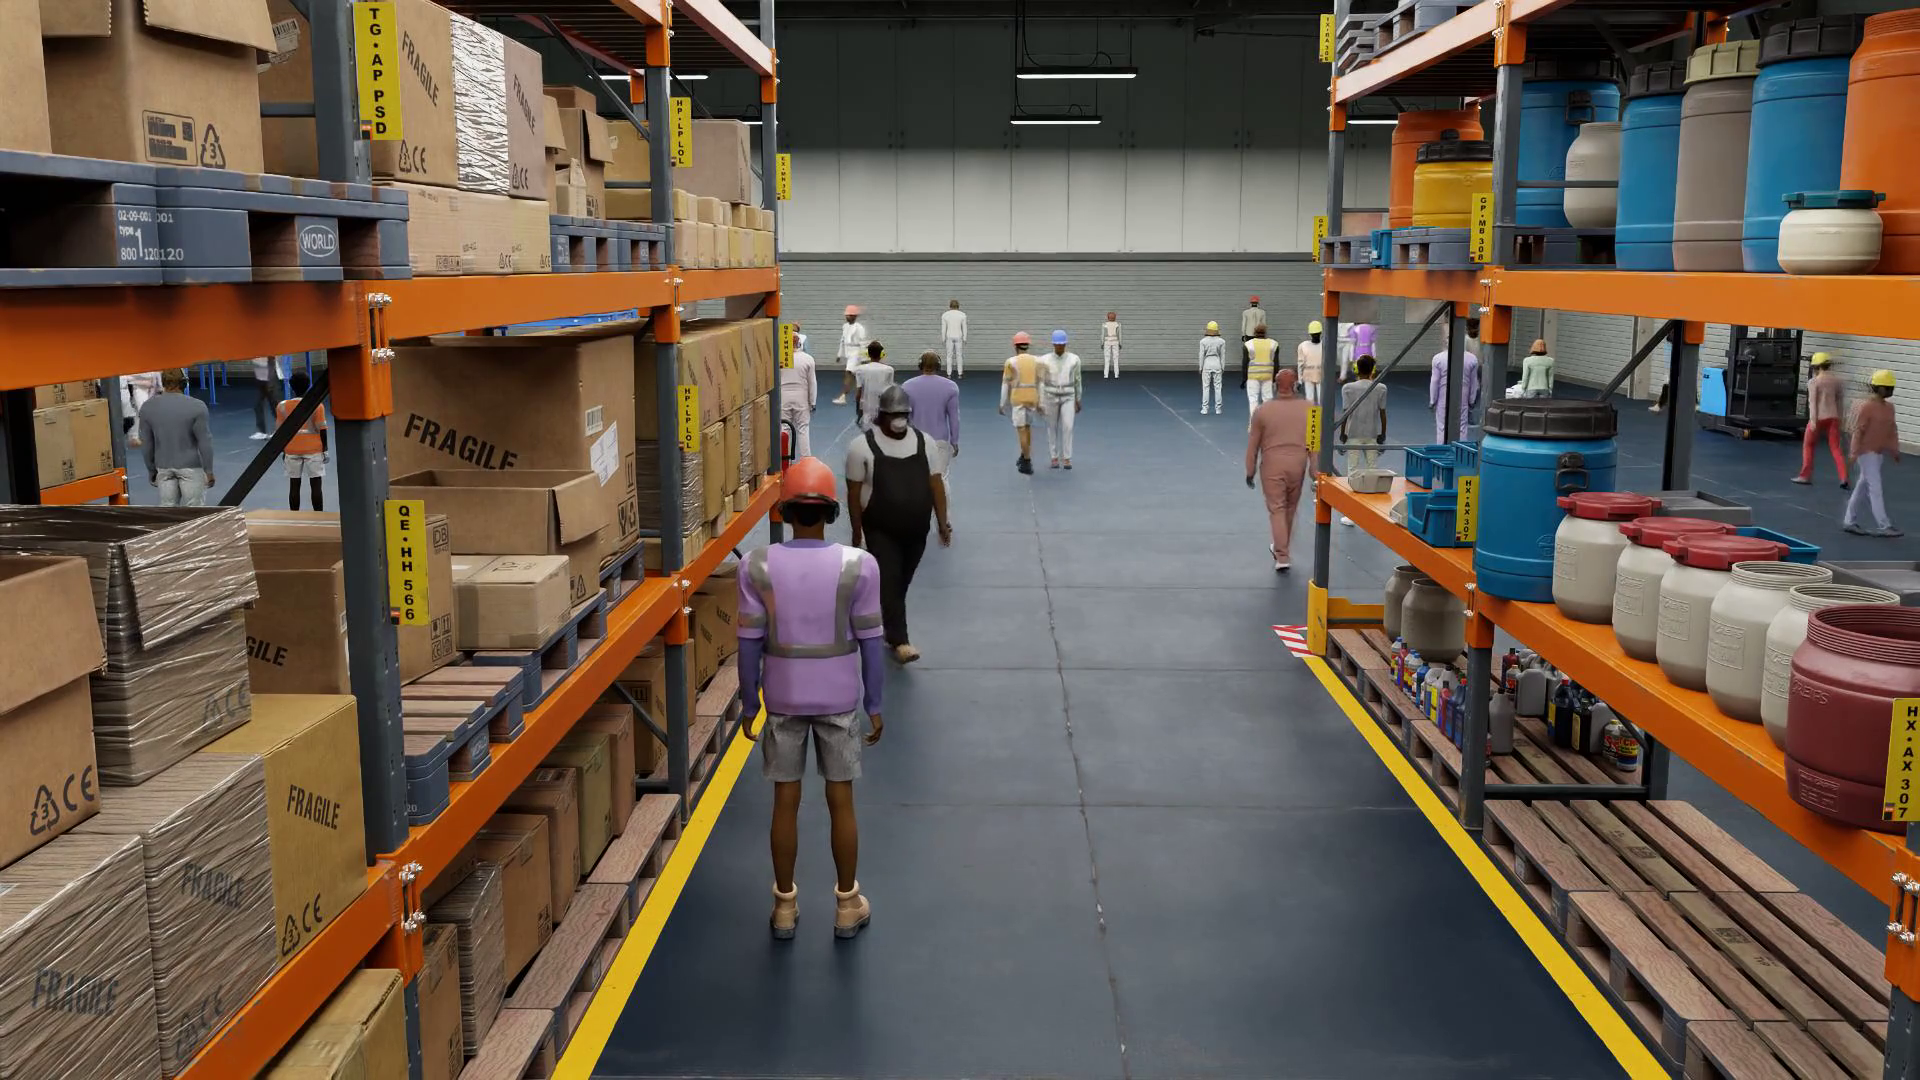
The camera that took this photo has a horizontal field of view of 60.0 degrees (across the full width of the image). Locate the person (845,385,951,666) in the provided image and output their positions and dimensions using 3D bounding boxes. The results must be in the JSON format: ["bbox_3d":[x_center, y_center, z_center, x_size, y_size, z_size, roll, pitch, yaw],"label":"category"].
[{"bbox_3d":[-0.429,-0.131,11.959,0.697,2.000,1.032,-4,10,-23],"label":"person"}]

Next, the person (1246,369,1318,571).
[{"bbox_3d":[3.014,-0.668,15.600,0.664,1.855,1.023,0,9,-3],"label":"person"}]

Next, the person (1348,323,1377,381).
[{"bbox_3d":[8.233,-3.738,33.921,0.706,1.883,0.424,-4,10,-21],"label":"person"}]

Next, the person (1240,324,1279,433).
[{"bbox_3d":[5.026,-2.700,27.888,0.655,1.832,0.430,-1,10,-6],"label":"person"}]

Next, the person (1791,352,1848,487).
[{"bbox_3d":[11.105,-1.536,21.258,0.539,1.715,0.766,-2,10,-13],"label":"person"}]

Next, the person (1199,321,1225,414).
[{"bbox_3d":[4.764,-3.263,31.479,0.493,1.743,0.303,0,9,1],"label":"person"}]

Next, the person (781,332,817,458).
[{"bbox_3d":[-2.286,-1.904,22.850,0.653,1.906,0.408,0,9,1],"label":"person"}]

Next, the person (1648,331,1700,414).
[{"bbox_3d":[13.606,-3.203,31.453,0.561,1.636,0.948,-7,12,-36],"label":"person"}]

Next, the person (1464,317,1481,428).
[{"bbox_3d":[8.678,-2.862,28.528,0.618,1.919,0.658,-8,12,-39],"label":"person"}]

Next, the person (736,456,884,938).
[{"bbox_3d":[-0.627,0.665,7.050,0.615,2.042,0.378,0,9,1],"label":"person"}]

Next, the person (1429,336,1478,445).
[{"bbox_3d":[6.831,-1.944,23.090,0.653,1.906,0.408,0,9,1],"label":"person"}]

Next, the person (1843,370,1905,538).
[{"bbox_3d":[9.558,-0.880,17.203,0.552,1.729,0.826,-5,11,-29],"label":"person"}]

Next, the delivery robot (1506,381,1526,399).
[{"bbox_3d":[10.916,-2.854,32.430,0.707,0.478,0.477,-7,12,-35],"label":"delivery robot"}]

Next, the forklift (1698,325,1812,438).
[{"bbox_3d":[13.248,-3.165,27.620,1.129,2.768,1.873,0,9,1],"label":"forklift"}]

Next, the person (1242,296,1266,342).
[{"bbox_3d":[7.584,-5.307,42.968,0.624,1.993,0.385,0,9,1],"label":"person"}]

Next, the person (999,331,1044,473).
[{"bbox_3d":[0.815,-1.903,22.825,0.567,1.899,0.850,-4,10,-22],"label":"person"}]

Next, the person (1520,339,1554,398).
[{"bbox_3d":[9.174,-2.368,26.443,0.508,1.632,0.271,0,9,1],"label":"person"}]

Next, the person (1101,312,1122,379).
[{"bbox_3d":[3.733,-4.800,40.998,0.524,1.639,0.306,0,9,1],"label":"person"}]

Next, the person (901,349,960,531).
[{"bbox_3d":[-0.316,-1.043,17.597,0.636,1.938,0.358,0,9,1],"label":"person"}]

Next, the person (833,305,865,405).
[{"bbox_3d":[-2.146,-3.744,33.619,1.042,2.003,0.610,-7,12,-36],"label":"person"}]

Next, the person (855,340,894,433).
[{"bbox_3d":[-1.078,-1.609,21.198,0.535,1.869,0.314,0,9,1],"label":"person"}]

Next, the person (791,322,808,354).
[{"bbox_3d":[-3.440,-3.755,34.794,0.513,1.623,0.413,-1,9,-4],"label":"person"}]

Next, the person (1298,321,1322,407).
[{"bbox_3d":[5.815,-2.626,27.213,0.593,1.901,0.417,2,10,13],"label":"person"}]

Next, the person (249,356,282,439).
[{"bbox_3d":[-11.196,-2.544,26.815,0.614,1.857,0.765,5,11,29],"label":"person"}]

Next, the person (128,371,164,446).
[{"bbox_3d":[-12.601,-2.324,25.732,0.990,1.782,0.636,3,10,15],"label":"person"}]

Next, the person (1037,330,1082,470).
[{"bbox_3d":[1.371,-1.925,22.952,0.646,1.905,0.905,0,9,2],"label":"person"}]

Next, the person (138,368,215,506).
[{"bbox_3d":[-7.117,-0.640,15.184,0.636,1.938,0.358,0,9,1],"label":"person"}]

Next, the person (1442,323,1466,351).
[{"bbox_3d":[11.039,-4.254,37.030,0.654,1.874,0.664,-7,11,-34],"label":"person"}]

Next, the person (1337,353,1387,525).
[{"bbox_3d":[4.380,-1.096,18.124,0.535,1.869,0.314,0,9,1],"label":"person"}]

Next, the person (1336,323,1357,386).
[{"bbox_3d":[8.964,-4.552,38.781,0.599,1.901,1.022,7,12,36],"label":"person"}]

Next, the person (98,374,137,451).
[{"bbox_3d":[-12.404,-2.053,24.429,0.416,1.685,0.533,7,12,34],"label":"person"}]

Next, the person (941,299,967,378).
[{"bbox_3d":[-0.140,-4.967,41.097,0.636,1.938,0.358,0,9,1],"label":"person"}]

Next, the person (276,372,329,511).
[{"bbox_3d":[-6.976,-0.940,17.699,0.541,1.696,0.315,0,9,1],"label":"person"}]
